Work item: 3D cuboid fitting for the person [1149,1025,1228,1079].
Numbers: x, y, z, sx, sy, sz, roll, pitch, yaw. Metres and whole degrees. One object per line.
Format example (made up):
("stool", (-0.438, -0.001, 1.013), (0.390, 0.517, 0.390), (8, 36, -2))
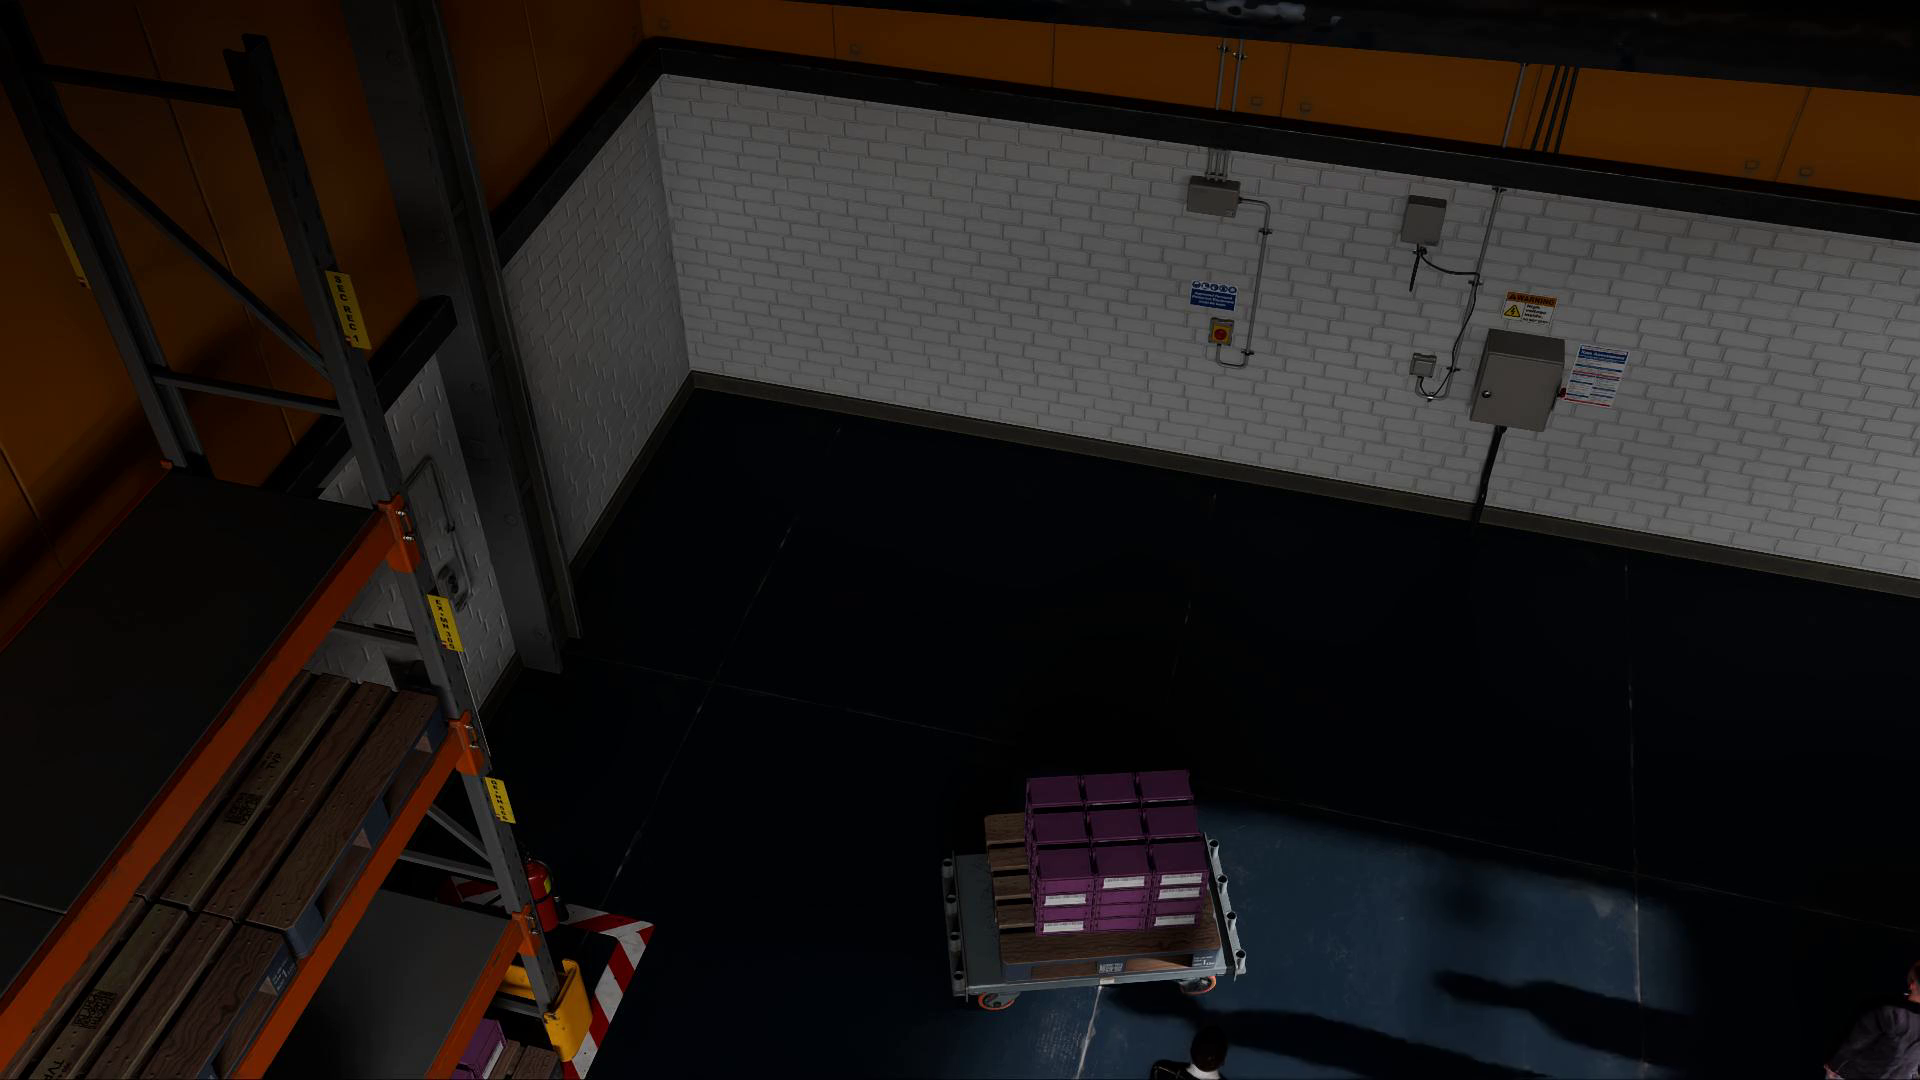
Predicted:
("person", (1.093, 2.867, 7.940), (0.690, 1.820, 0.569), (15, 46, 15))
